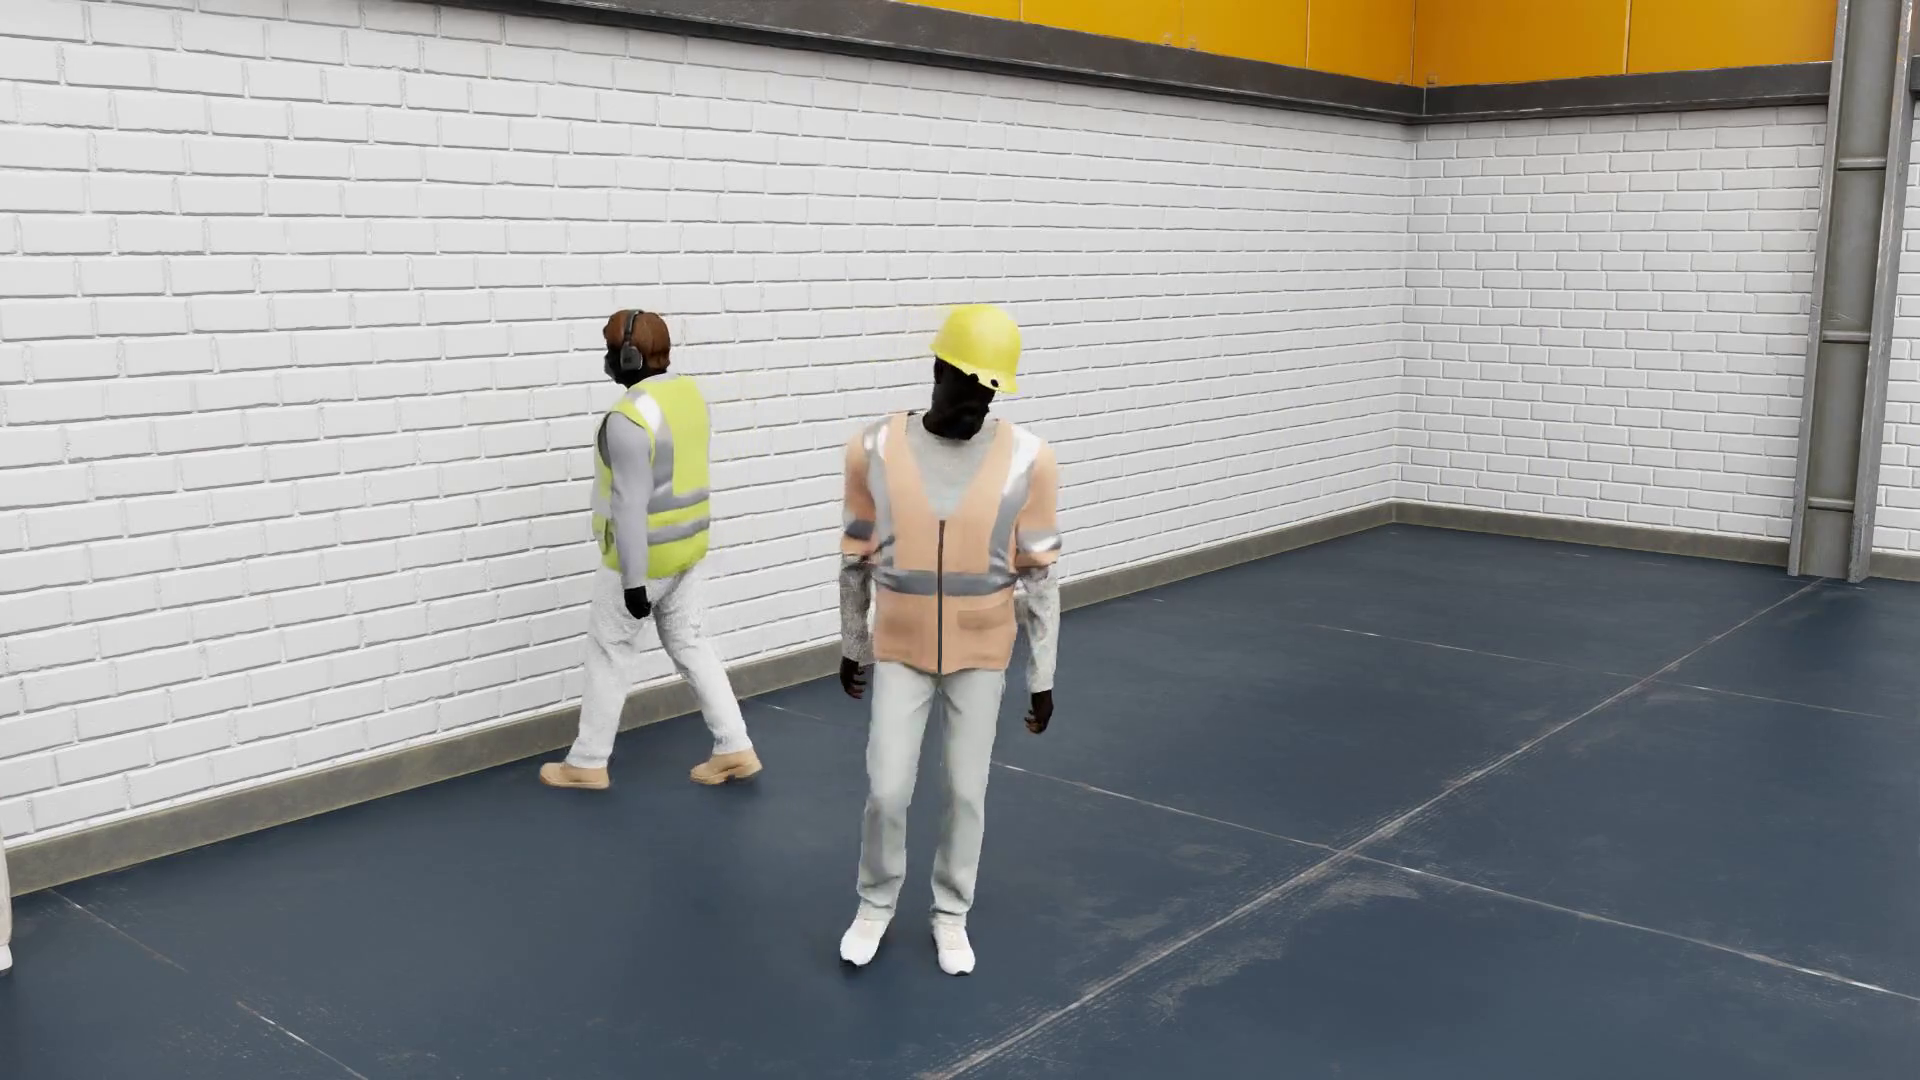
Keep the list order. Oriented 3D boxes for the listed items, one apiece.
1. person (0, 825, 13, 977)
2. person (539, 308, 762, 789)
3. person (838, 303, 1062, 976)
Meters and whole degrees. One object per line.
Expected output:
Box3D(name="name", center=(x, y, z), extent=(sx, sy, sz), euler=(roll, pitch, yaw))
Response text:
Box3D(name="person", center=(-2.787, 0.439, 4.421), extent=(0.305, 1.639, 0.522), euler=(2, 10, 13))
Box3D(name="person", center=(-1.152, 0.047, 6.176), extent=(0.740, 1.822, 0.627), euler=(4, 11, 20))
Box3D(name="person", center=(-0.032, 0.298, 4.528), extent=(0.615, 1.880, 0.520), euler=(1, 10, 3))
